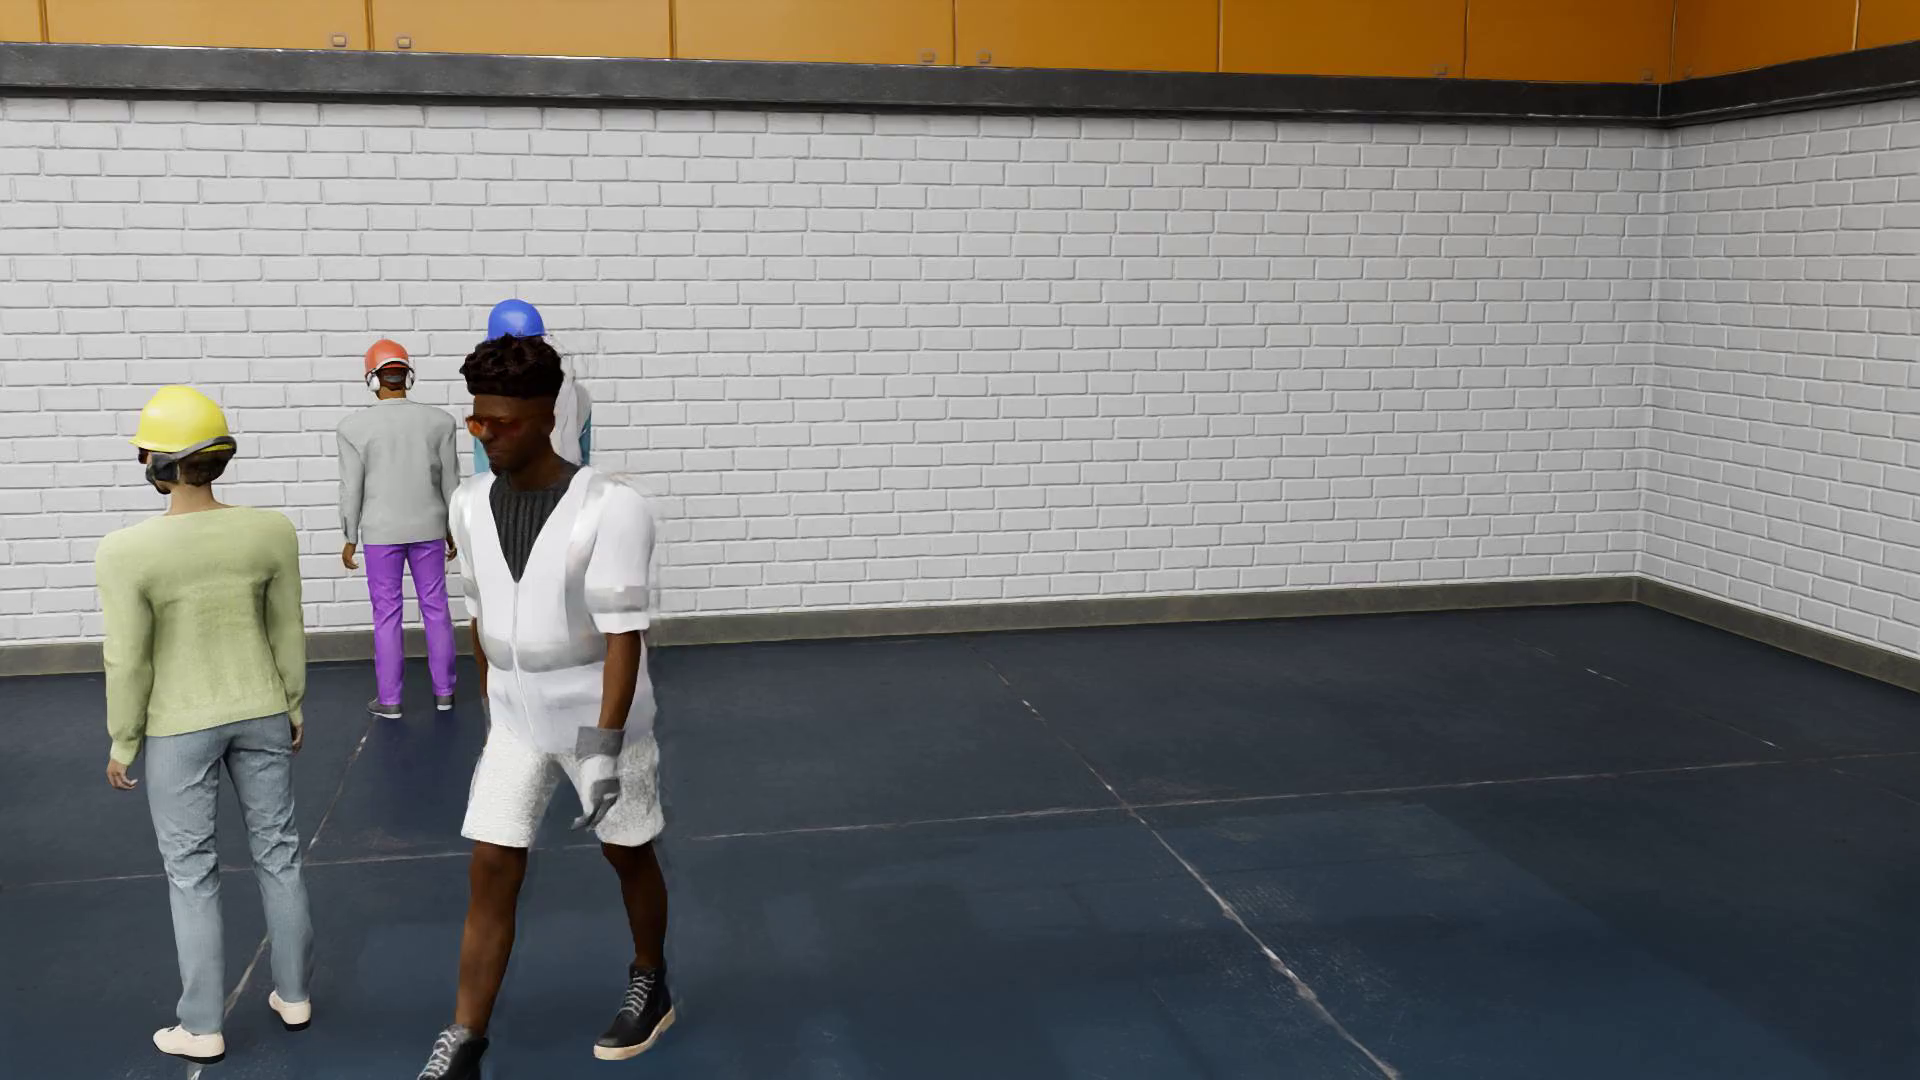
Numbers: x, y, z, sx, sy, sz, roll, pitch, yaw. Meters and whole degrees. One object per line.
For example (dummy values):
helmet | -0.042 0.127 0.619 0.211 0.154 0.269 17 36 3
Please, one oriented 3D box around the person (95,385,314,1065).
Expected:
person | -1.967 0.482 4.365 0.305 1.772 0.524 8 13 42

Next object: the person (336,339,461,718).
person | -2.590 -0.053 7.697 0.563 1.743 0.337 -6 11 -34

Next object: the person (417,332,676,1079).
person | -1.027 0.456 4.078 0.617 1.907 0.976 4 10 21

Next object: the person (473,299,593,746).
person | -1.828 -0.054 7.126 0.416 1.939 0.604 7 11 36
